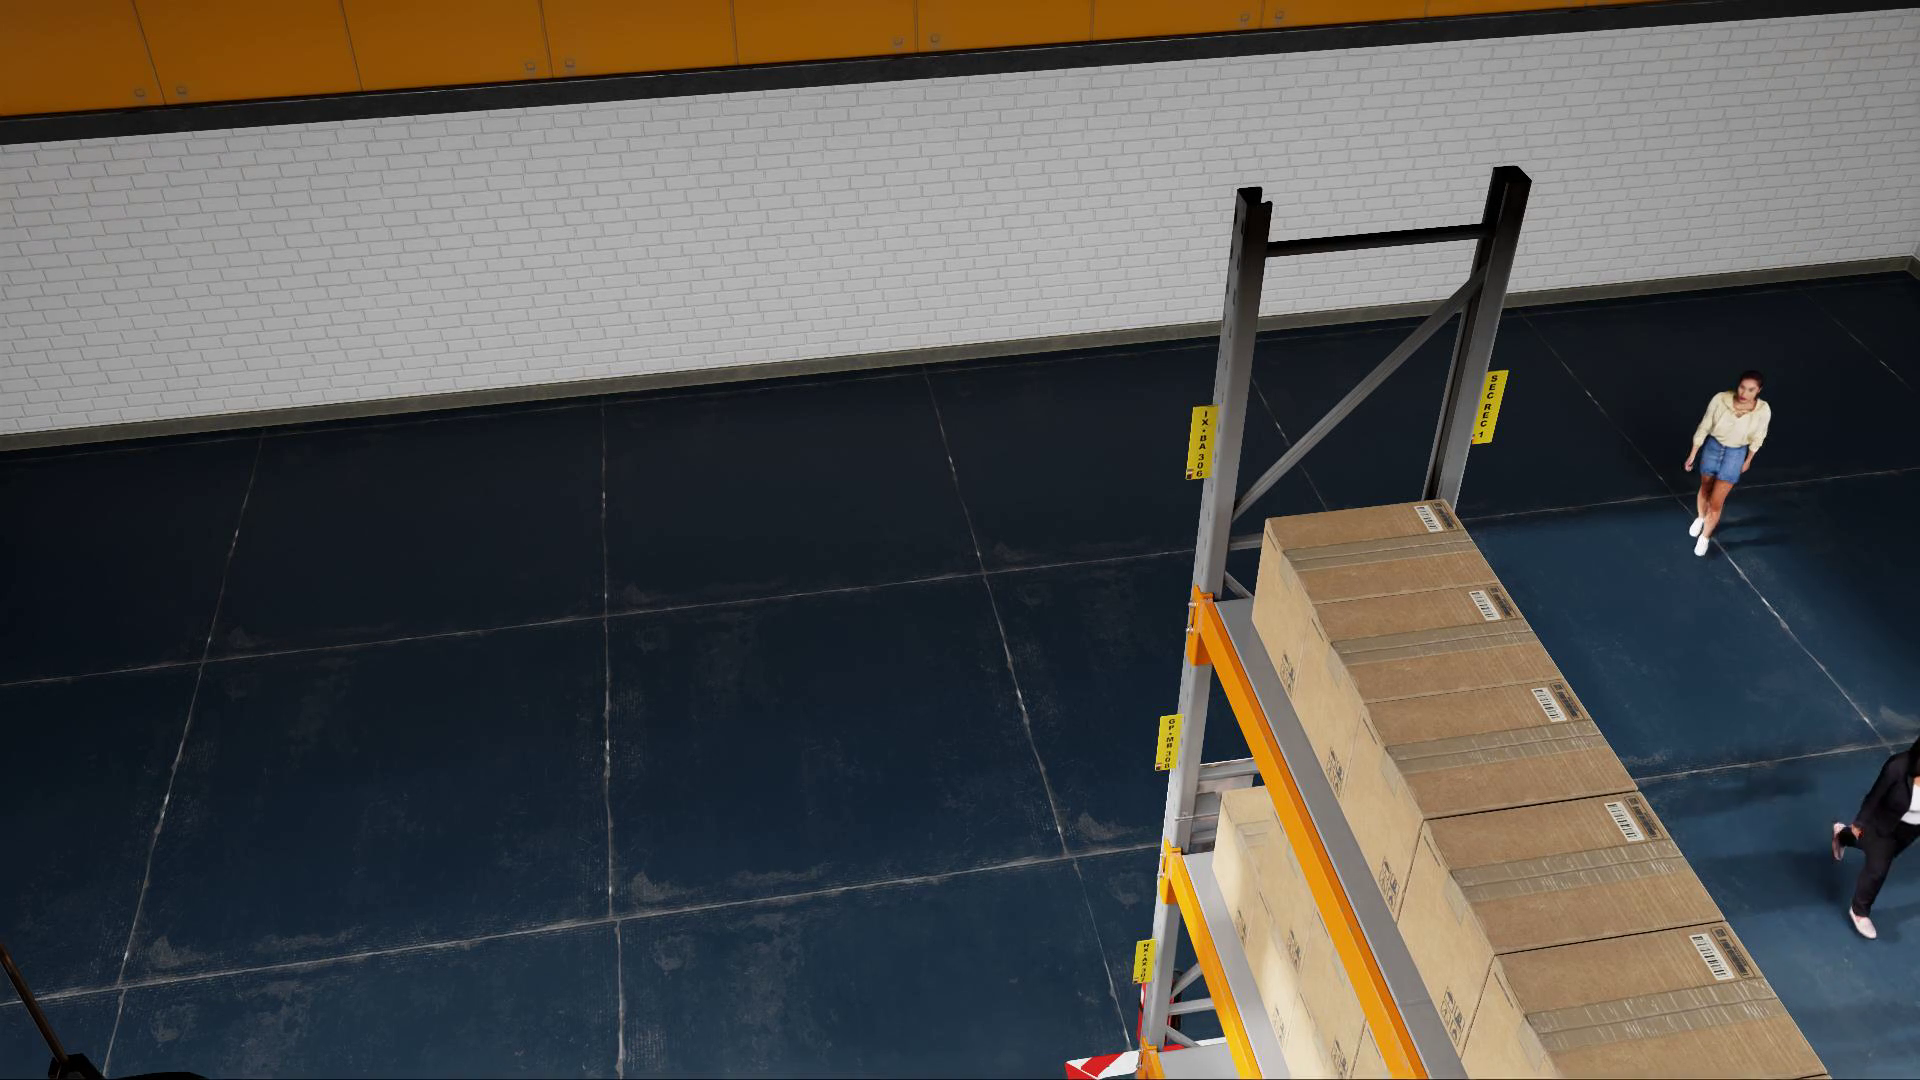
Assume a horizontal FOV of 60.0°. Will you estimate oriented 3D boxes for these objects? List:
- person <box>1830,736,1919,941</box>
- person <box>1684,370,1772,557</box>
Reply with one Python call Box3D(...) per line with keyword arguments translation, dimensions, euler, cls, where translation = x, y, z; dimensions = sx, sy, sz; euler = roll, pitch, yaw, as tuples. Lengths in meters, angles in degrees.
Box3D(translation=(5.750, 1.684, 10.318), dimensions=(0.669, 1.590, 1.014), euler=(-5, 39, -6), cls="person")
Box3D(translation=(6.109, -0.704, 13.289), dimensions=(0.853, 1.613, 0.912), euler=(26, 45, 28), cls="person")
